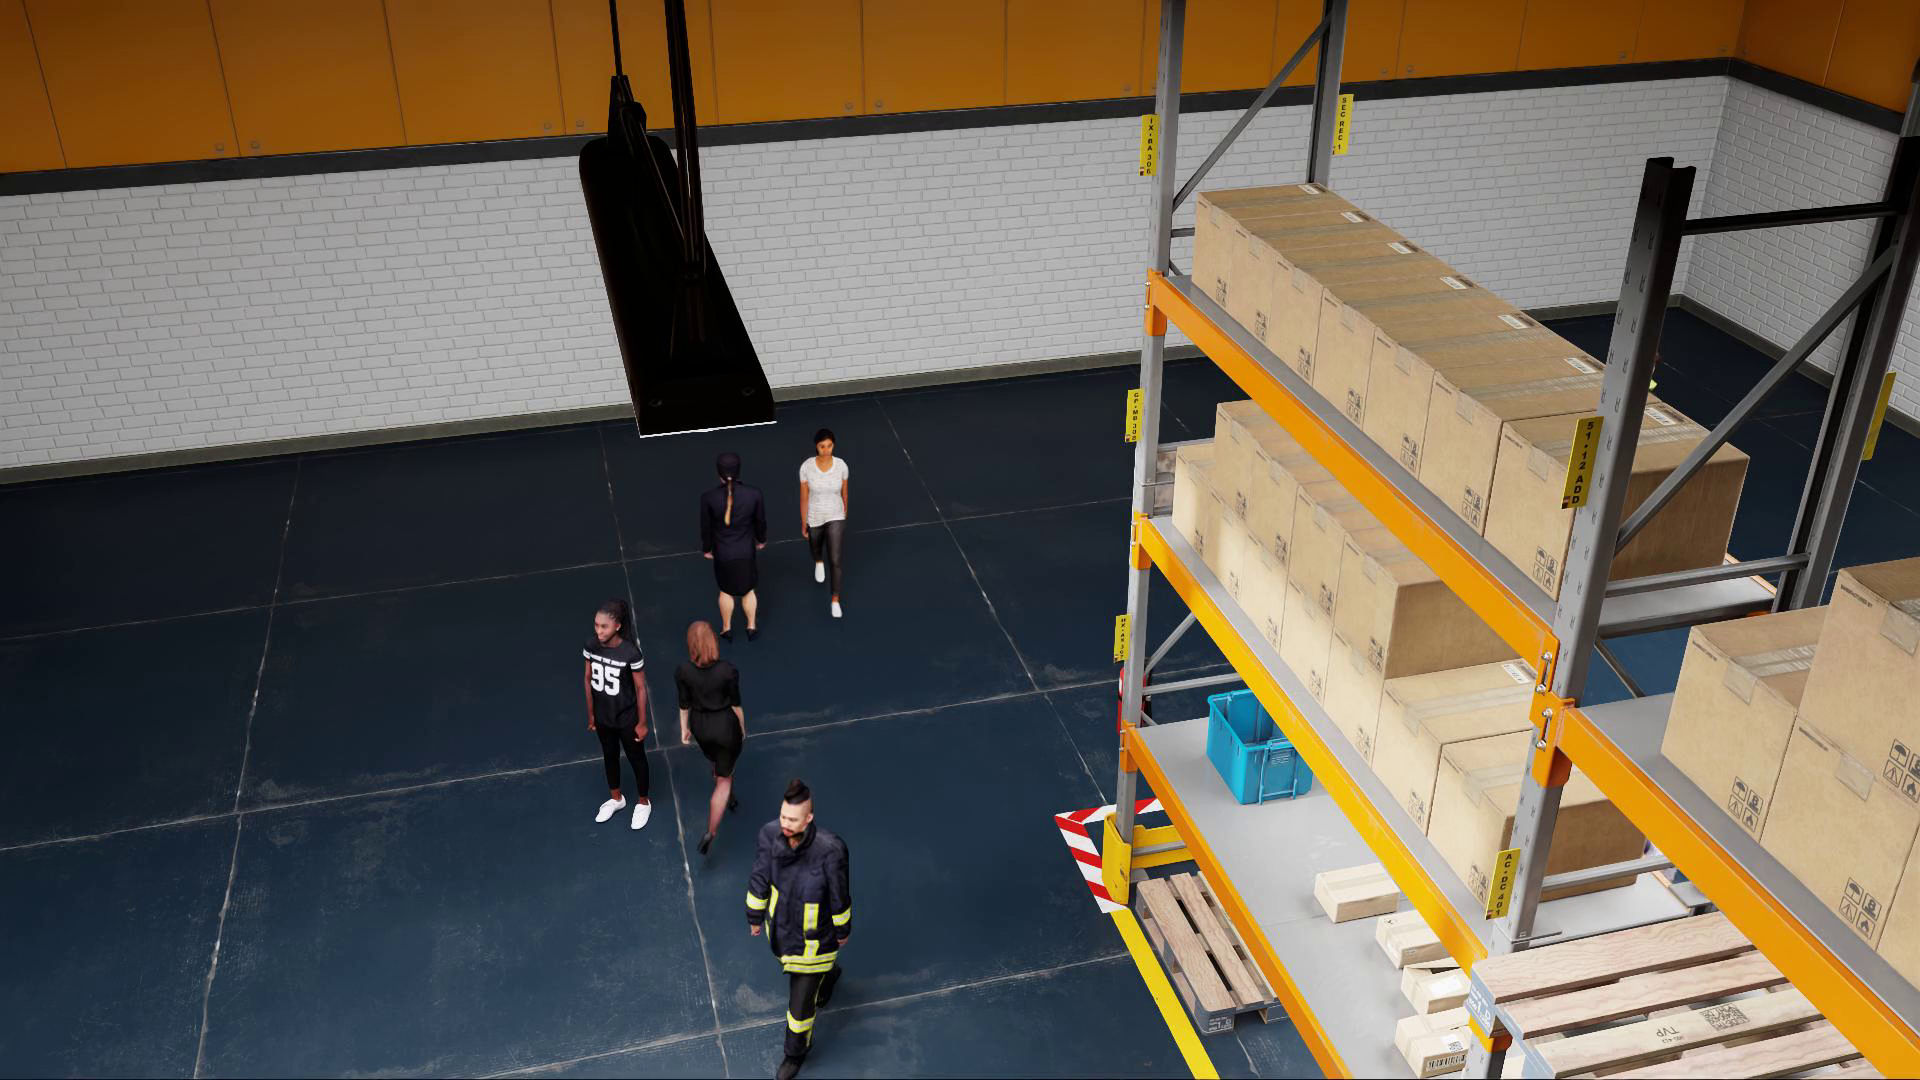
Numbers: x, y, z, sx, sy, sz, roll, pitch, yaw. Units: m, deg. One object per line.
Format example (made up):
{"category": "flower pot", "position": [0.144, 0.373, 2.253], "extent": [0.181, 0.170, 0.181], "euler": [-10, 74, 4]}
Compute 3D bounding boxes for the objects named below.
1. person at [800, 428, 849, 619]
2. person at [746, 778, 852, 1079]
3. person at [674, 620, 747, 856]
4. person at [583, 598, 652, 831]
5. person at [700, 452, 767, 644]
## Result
{"category": "person", "position": [-1.168, -0.211, 14.129], "extent": [0.694, 1.605, 1.136], "euler": [-2, 29, -4]}
{"category": "person", "position": [-0.865, 2.129, 9.601], "extent": [1.185, 1.833, 1.272], "euler": [13, 31, 23]}
{"category": "person", "position": [-1.656, 1.364, 11.179], "extent": [0.855, 1.664, 1.130], "euler": [4, 29, 7]}
{"category": "person", "position": [-2.349, 1.192, 11.427], "extent": [0.715, 1.728, 0.748], "euler": [9, 30, 16]}
{"category": "person", "position": [-1.832, 0.085, 13.519], "extent": [0.687, 1.670, 0.600], "euler": [-7, 29, -13]}
